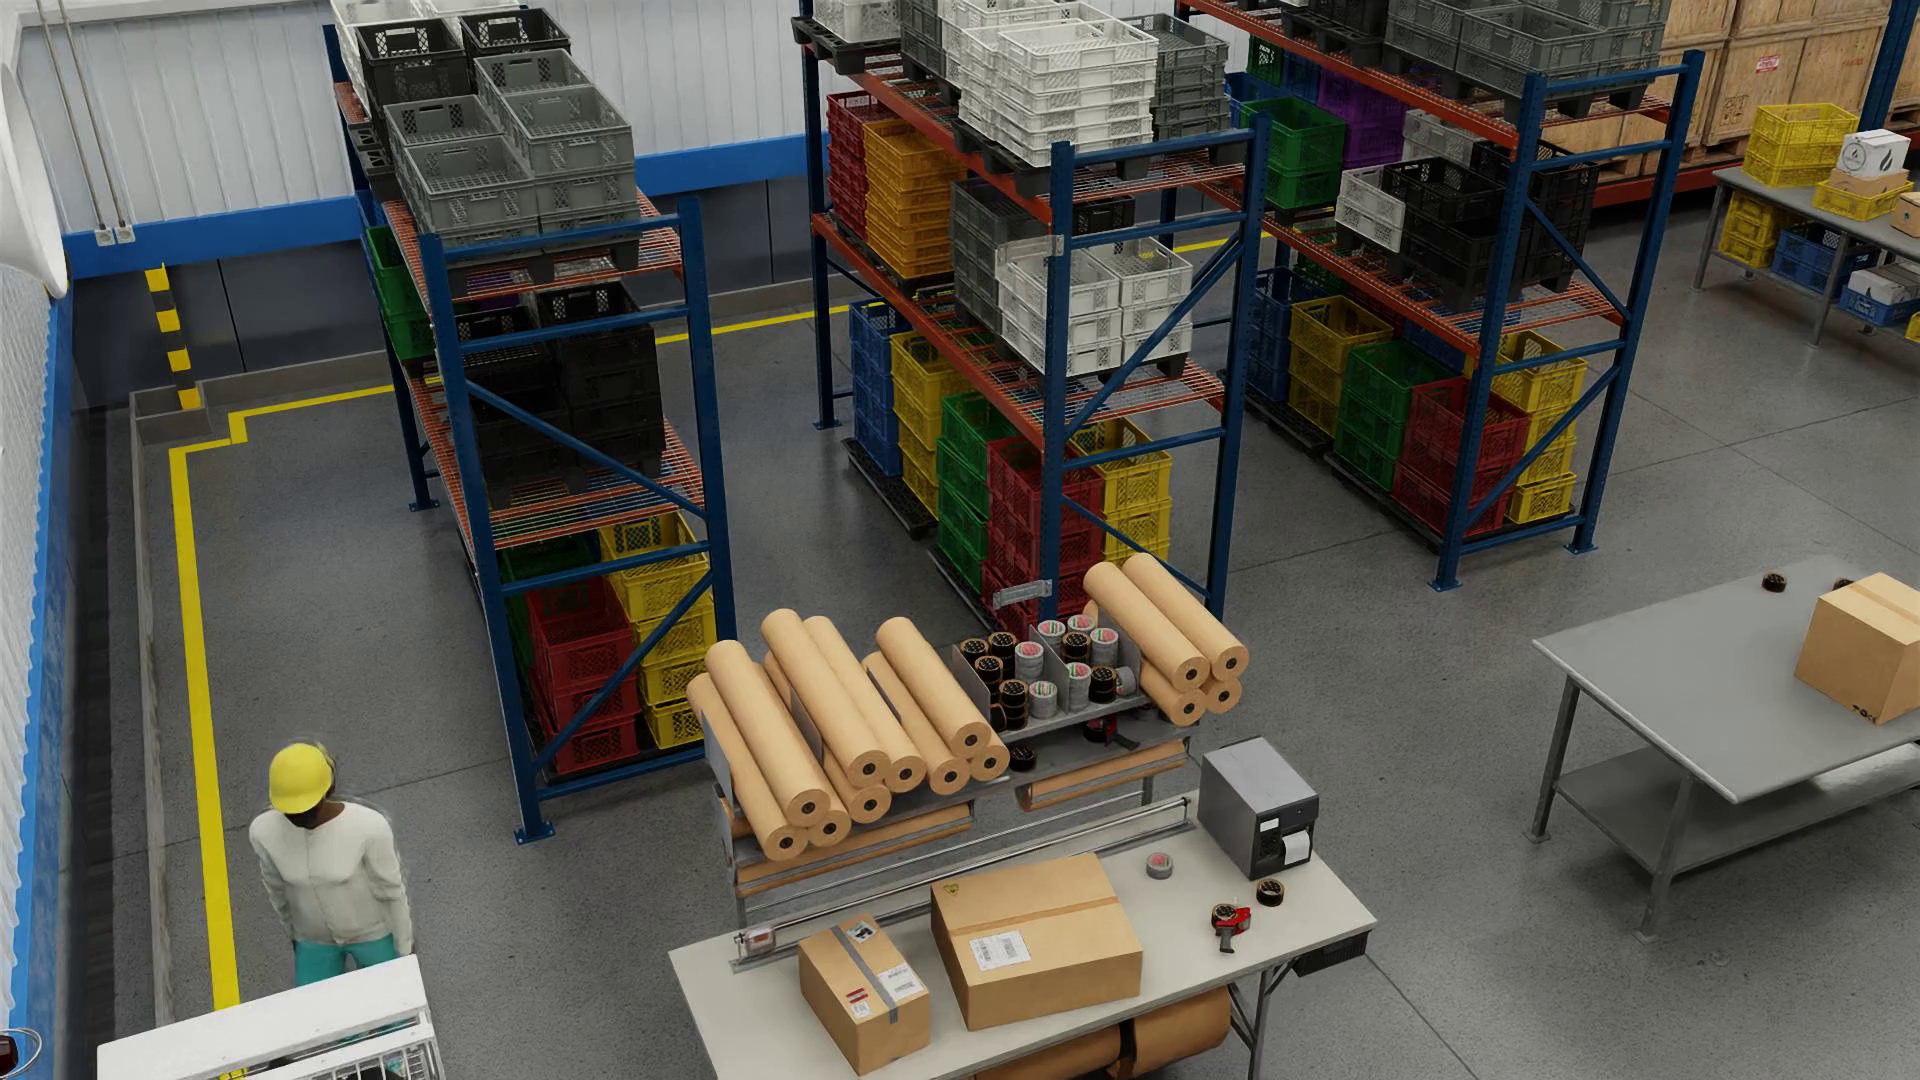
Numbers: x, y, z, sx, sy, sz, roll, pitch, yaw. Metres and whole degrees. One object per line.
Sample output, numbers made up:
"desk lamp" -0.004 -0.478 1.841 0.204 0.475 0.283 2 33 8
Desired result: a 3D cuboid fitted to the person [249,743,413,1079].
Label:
"person" -2.279 1.474 6.160 0.525 1.754 0.378 -4 32 -6
